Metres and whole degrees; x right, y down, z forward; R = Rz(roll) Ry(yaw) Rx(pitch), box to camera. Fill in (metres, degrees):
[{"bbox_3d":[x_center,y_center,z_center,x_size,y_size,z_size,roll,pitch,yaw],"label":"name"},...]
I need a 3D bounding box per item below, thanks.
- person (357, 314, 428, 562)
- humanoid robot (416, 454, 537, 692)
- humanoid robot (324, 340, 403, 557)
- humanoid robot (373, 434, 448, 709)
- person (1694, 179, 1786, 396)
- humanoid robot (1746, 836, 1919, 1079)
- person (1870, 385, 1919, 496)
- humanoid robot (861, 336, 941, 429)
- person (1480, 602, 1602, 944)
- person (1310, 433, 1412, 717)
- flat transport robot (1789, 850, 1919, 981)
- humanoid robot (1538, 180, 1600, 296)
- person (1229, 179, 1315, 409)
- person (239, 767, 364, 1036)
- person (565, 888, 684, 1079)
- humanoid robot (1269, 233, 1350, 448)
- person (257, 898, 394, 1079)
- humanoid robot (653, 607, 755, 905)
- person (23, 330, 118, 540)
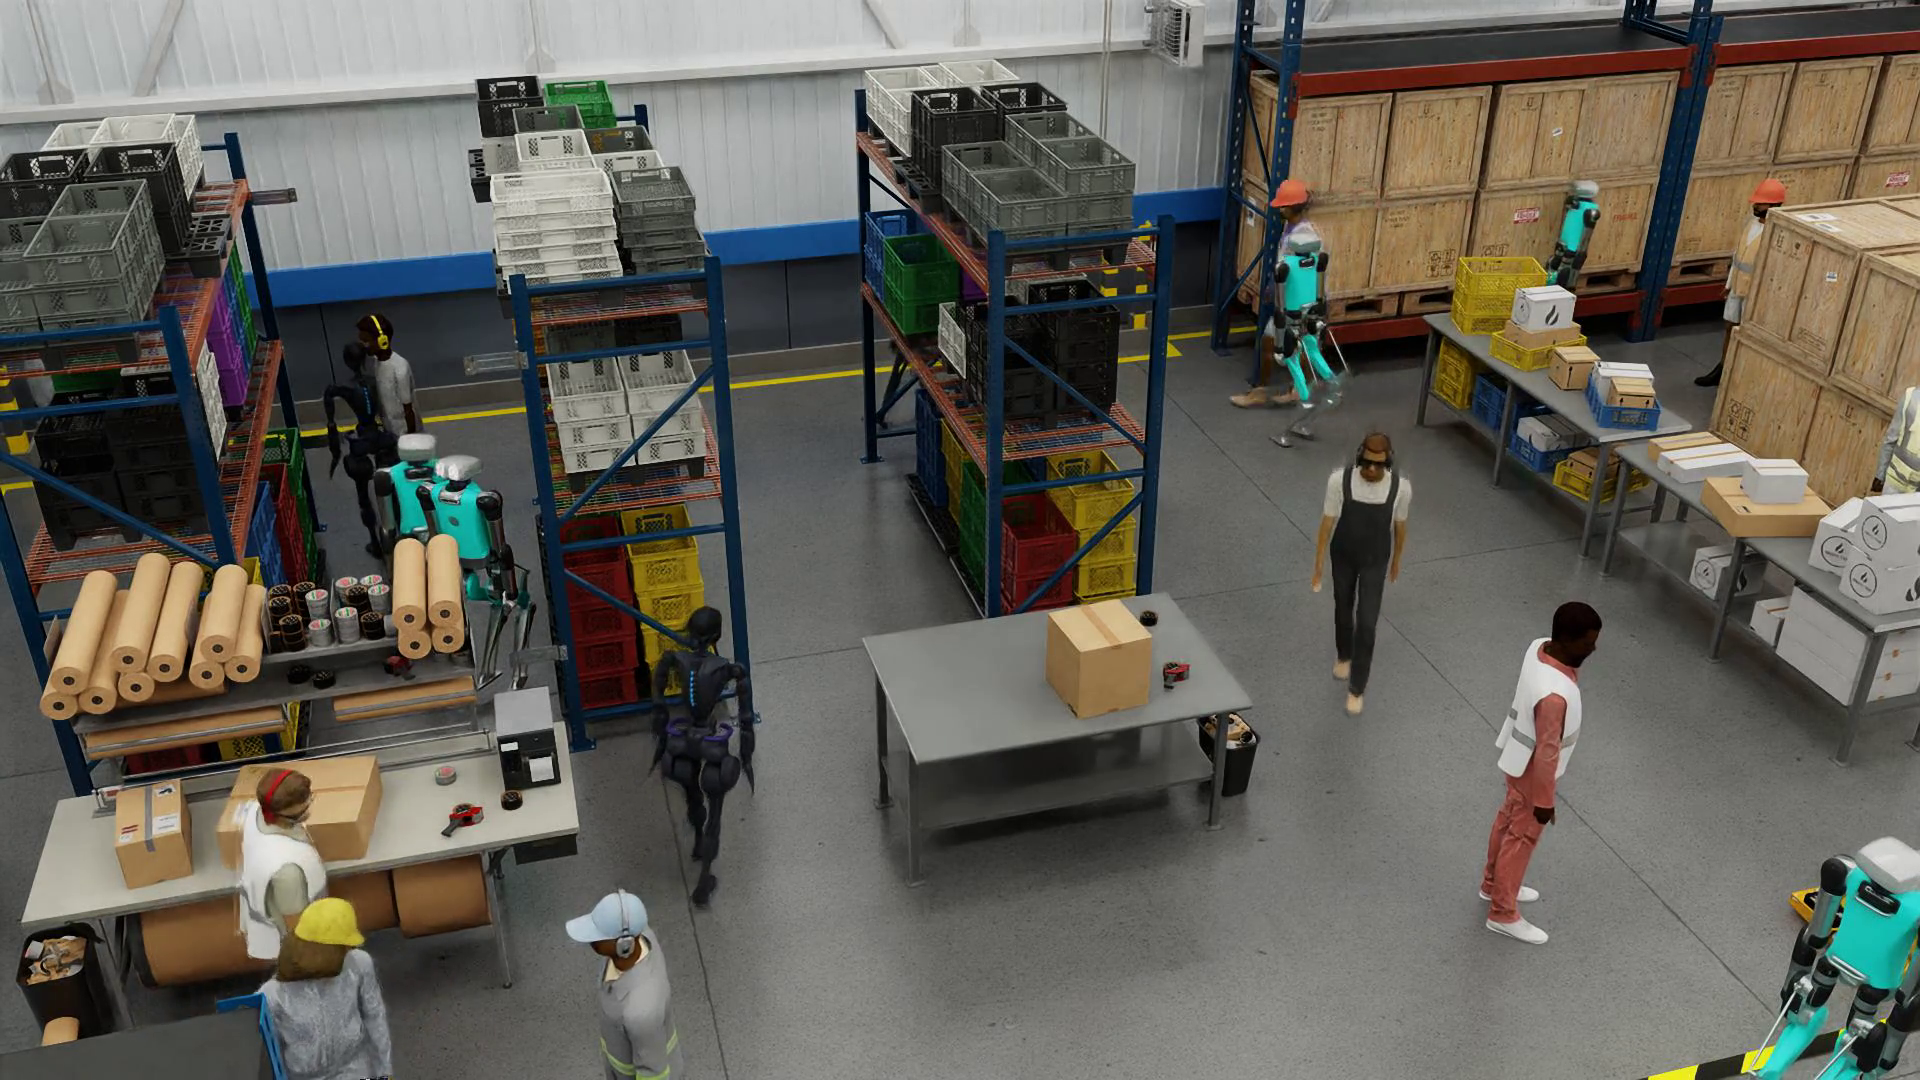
[{"bbox_3d":[-3.975,-0.733,11.854,0.336,1.858,0.505,-21,35,-33],"label":"person"},{"bbox_3d":[-2.867,0.152,10.221,0.533,1.677,0.735,8,30,14],"label":"humanoid robot"},{"bbox_3d":[-4.221,-0.654,11.874,0.589,1.647,0.358,-20,34,-32],"label":"humanoid robot"},{"bbox_3d":[-3.186,0.286,10.144,0.578,1.807,0.712,-13,31,-22],"label":"humanoid robot"},{"bbox_3d":[6.803,-2.163,14.365,0.358,1.939,0.542,-7,29,-12],"label":"person"},{"bbox_3d":[3.504,2.017,6.827,0.735,1.677,0.533,-16,33,-27],"label":"humanoid robot"},{"bbox_3d":[6.486,-0.374,11.207,0.626,1.845,0.429,20,35,32],"label":"person"},{"bbox_3d":[-0.439,-1.629,13.700,0.761,1.633,0.599,-11,31,-20],"label":"humanoid robot"},{"bbox_3d":[2.895,1.144,8.374,0.391,1.913,0.587,6,29,10],"label":"person"},{"bbox_3d":[2.439,0.190,10.221,0.513,1.807,0.871,9,30,16],"label":"person"},{"bbox_3d":[5.163,1.916,8.676,1.431,0.231,0.659,-8,30,-14],"label":"flat transport robot"},{"bbox_3d":[5.215,-2.309,14.888,0.729,1.831,0.541,-1,29,-1],"label":"humanoid robot"},{"bbox_3d":[2.680,-2.063,14.101,0.815,2.013,0.625,2,29,4],"label":"person"},{"bbox_3d":[-2.894,1.771,7.348,0.473,1.819,0.681,-18,34,-29],"label":"person"},{"bbox_3d":[-1.293,2.132,6.639,0.374,1.852,0.588,-9,30,-16],"label":"person"},{"bbox_3d":[2.847,-1.566,13.439,0.544,1.749,0.674,-17,33,-28],"label":"humanoid robot"},{"bbox_3d":[-2.556,2.177,6.720,0.554,1.697,0.340,-22,36,-35],"label":"person"},{"bbox_3d":[-1.350,1.093,8.725,0.596,1.630,0.638,7,30,12],"label":"humanoid robot"},{"bbox_3d":[-6.561,-0.887,12.132,0.503,1.858,0.341,14,32,24],"label":"person"}]
